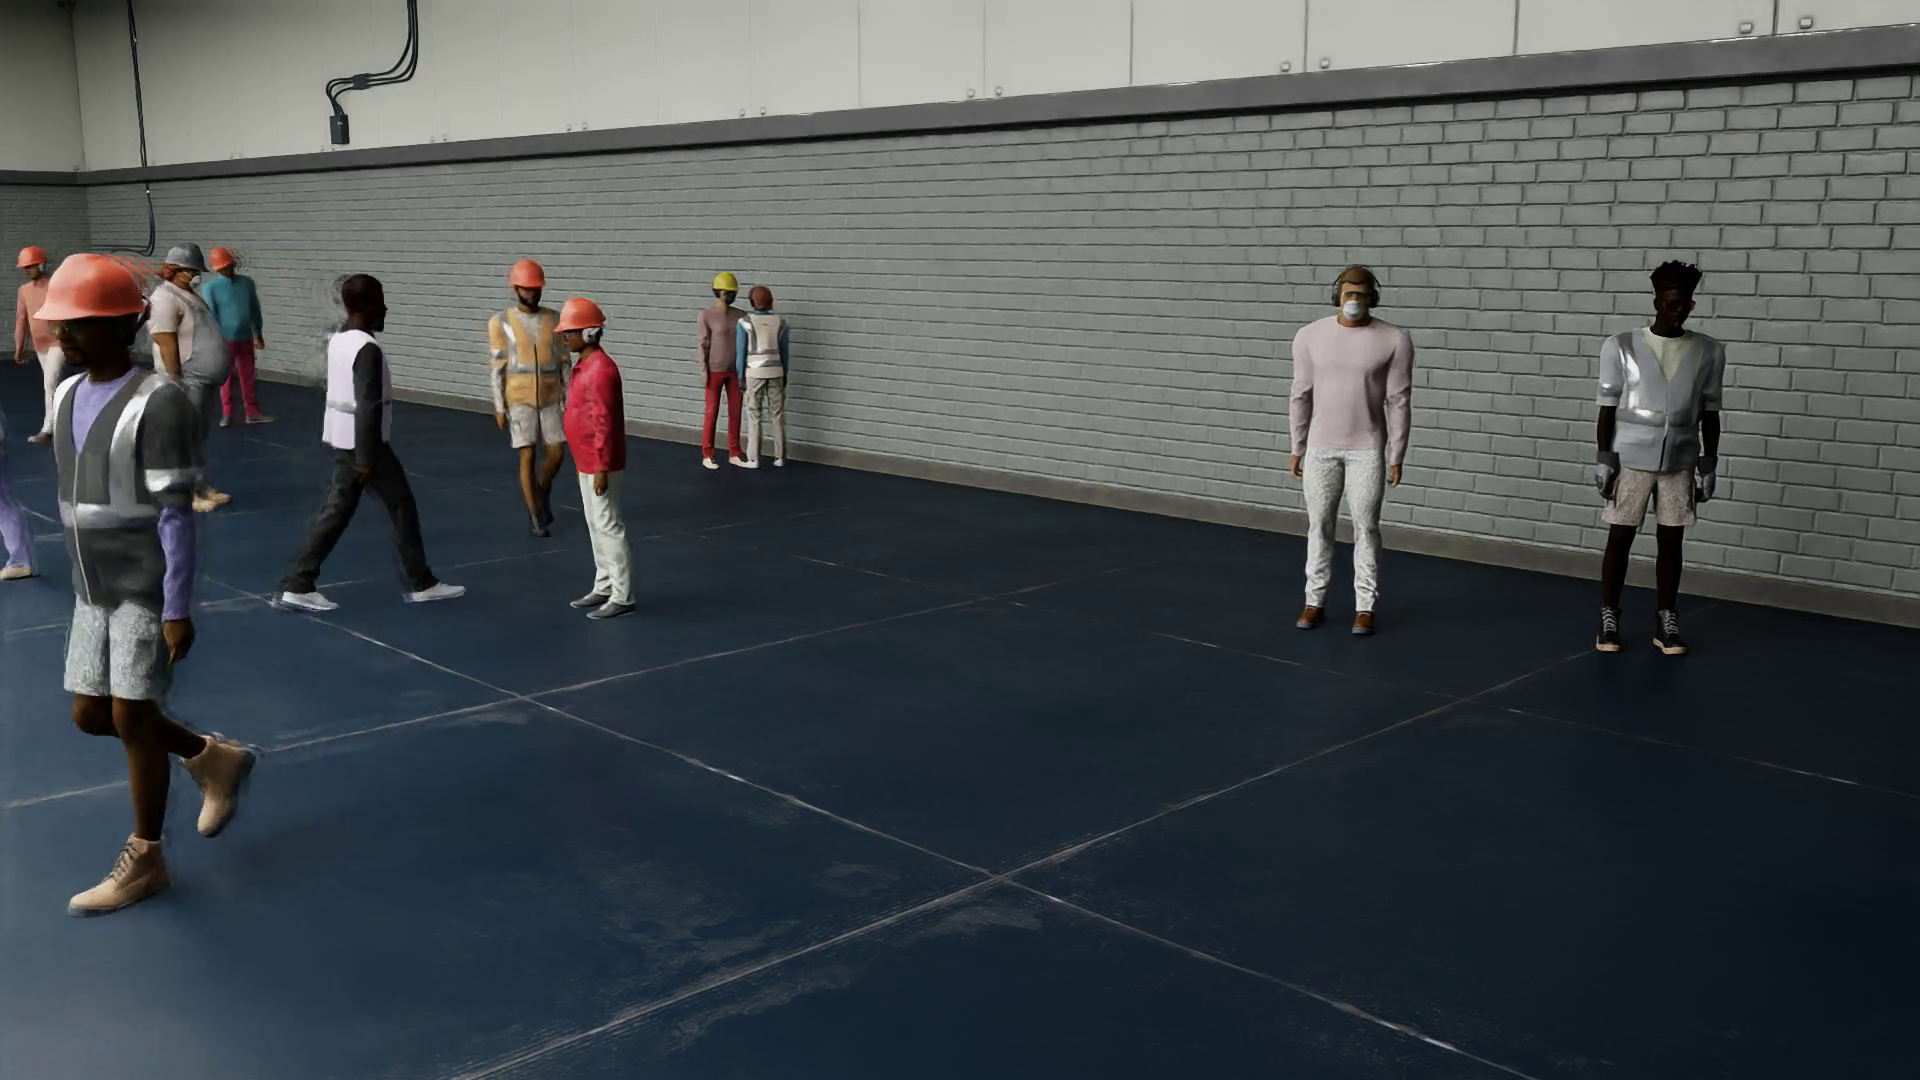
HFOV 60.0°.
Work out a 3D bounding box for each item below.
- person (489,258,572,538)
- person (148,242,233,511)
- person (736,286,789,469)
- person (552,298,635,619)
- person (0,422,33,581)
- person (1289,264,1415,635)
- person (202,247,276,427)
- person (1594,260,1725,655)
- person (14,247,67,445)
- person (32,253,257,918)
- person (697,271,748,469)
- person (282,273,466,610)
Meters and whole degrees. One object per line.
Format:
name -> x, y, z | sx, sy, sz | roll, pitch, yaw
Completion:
person -> -2.949, -0.975, 11.491 | 0.565, 1.920, 0.462 | -5, 12, -26
person -> -5.822, -1.251, 12.665 | 0.537, 2.000, 0.678 | -1, 10, -7
person -> -1.749, -1.444, 14.845 | 0.517, 1.630, 0.315 | -6, 12, -30
person -> -2.017, -0.446, 9.093 | 0.356, 1.742, 0.566 | -5, 12, -26
person -> -5.928, -0.577, 9.817 | 0.727, 1.736, 0.522 | -7, 13, -34
person -> 2.033, -0.468, 8.712 | 0.625, 1.933, 0.375 | 4, 11, 22
person -> -7.866, -2.214, 18.199 | 0.403, 1.950, 0.758 | 7, 13, 35
person -> 3.457, -0.401, 8.261 | 0.608, 1.960, 0.376 | 1, 10, 8
person -> -9.100, -1.910, 16.484 | 0.615, 1.948, 0.932 | 3, 11, 18
person -> -2.549, 0.123, 5.220 | 0.610, 2.026, 0.658 | 6, 12, 28
person -> -2.088, -1.506, 14.840 | 0.525, 1.762, 0.347 | -7, 13, -35
person -> -3.343, -0.538, 9.248 | 0.984, 1.877, 0.606 | -8, 13, -36
